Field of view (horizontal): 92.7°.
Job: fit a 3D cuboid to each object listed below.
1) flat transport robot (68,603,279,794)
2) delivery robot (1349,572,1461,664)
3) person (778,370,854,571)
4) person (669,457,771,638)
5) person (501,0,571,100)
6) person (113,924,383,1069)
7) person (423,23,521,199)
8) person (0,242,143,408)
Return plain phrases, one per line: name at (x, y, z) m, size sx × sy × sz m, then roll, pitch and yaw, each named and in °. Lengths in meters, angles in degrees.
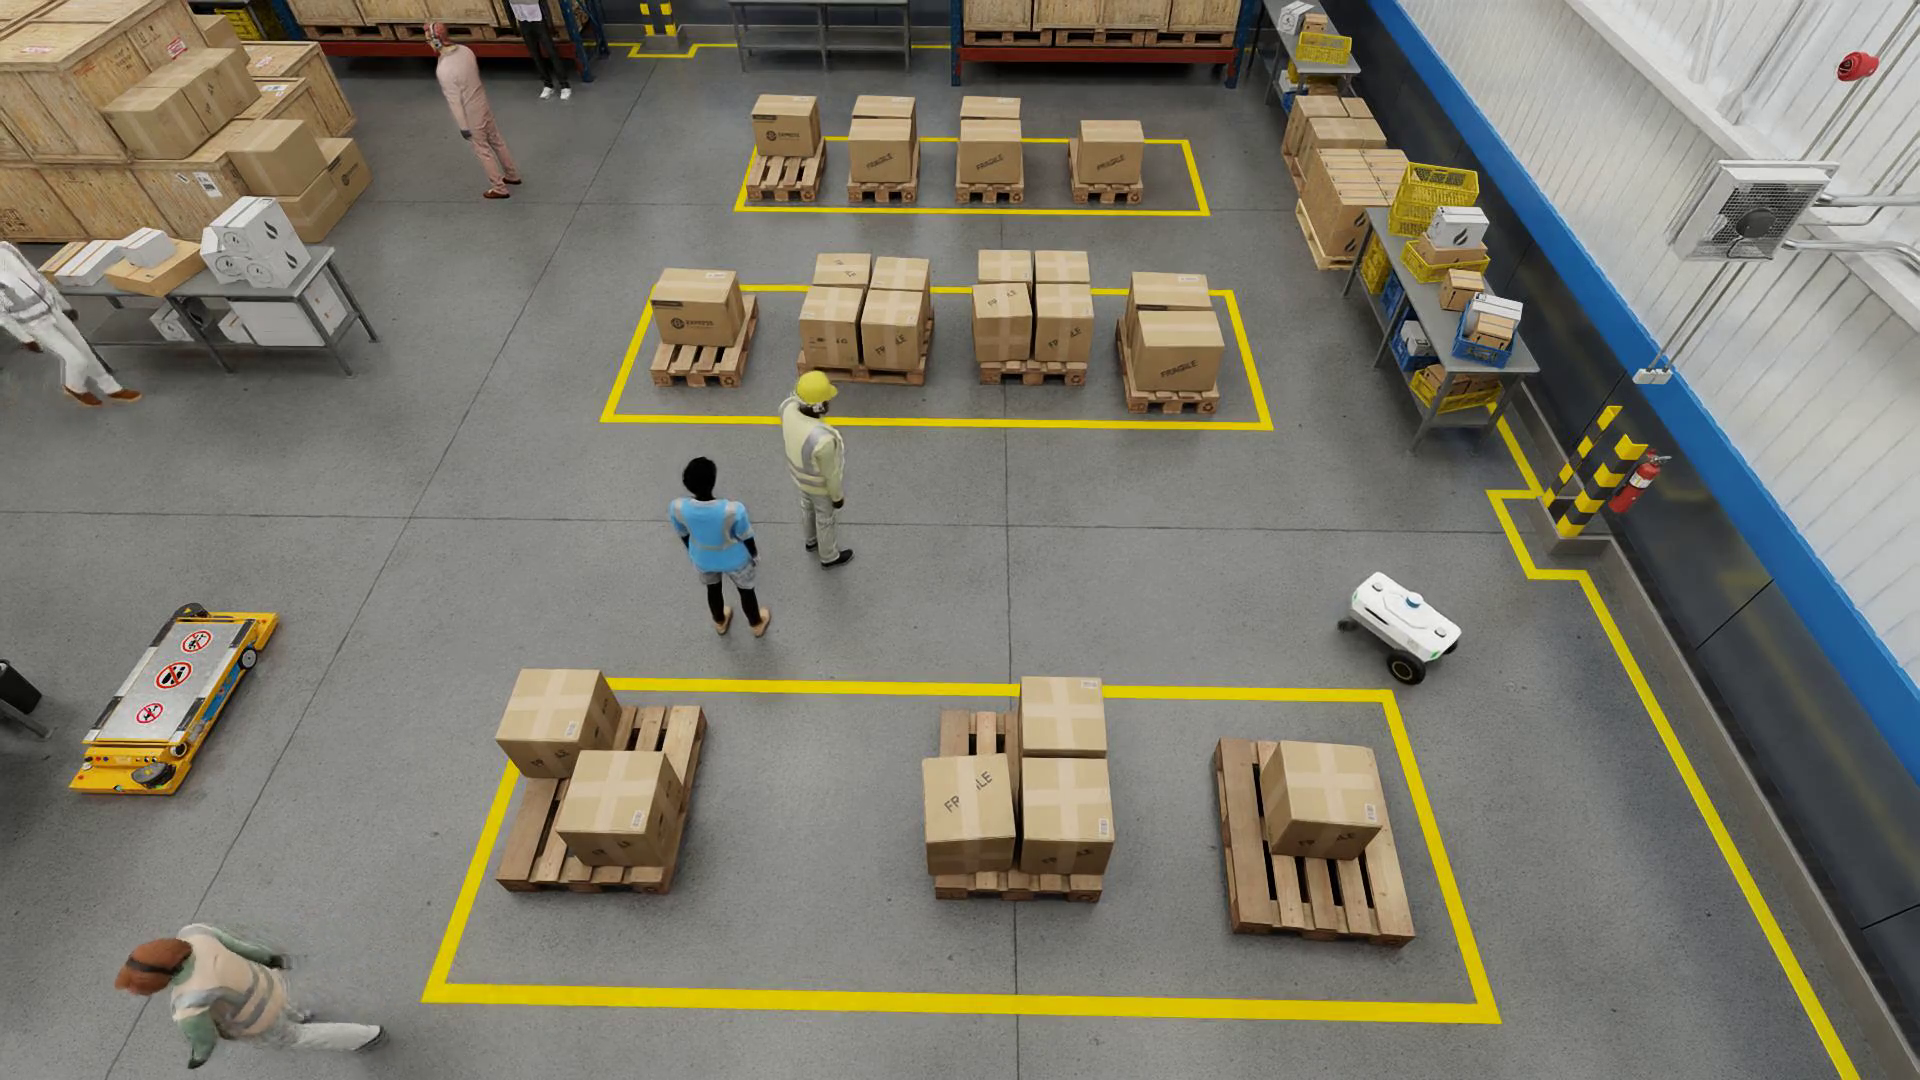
flat transport robot at (-5.504, 1.072, 6.442) m, size 0.652 × 0.197 × 1.431 m, roll 1°, pitch 50°, yaw 1°
delivery robot at (3.206, 0.561, 6.630) m, size 0.477 × 0.478 × 0.707 m, roll -32°, pitch 57°, yaw -24°
person at (-1.040, -0.492, 6.761) m, size 0.403 × 1.820 × 0.586 m, roll -30°, pitch 56°, yaw -23°
person at (-1.650, 0.101, 6.341) m, size 0.540 × 1.692 × 0.319 m, roll 4°, pitch 50°, yaw 3°
person at (-5.645, -6.830, 12.067) m, size 0.597 × 1.907 × 0.407 m, roll 2°, pitch 50°, yaw 2°
person at (-3.542, 2.301, 4.533) m, size 0.616 × 1.602 × 0.507 m, roll -25°, pitch 54°, yaw -20°
person at (-5.549, -4.841, 10.391) m, size 0.400 × 1.900 × 0.650 m, roll 6°, pitch 50°, yaw 5°
person at (-7.915, -1.909, 7.921) m, size 0.424 × 1.873 × 0.600 m, roll -3°, pitch 50°, yaw -3°
